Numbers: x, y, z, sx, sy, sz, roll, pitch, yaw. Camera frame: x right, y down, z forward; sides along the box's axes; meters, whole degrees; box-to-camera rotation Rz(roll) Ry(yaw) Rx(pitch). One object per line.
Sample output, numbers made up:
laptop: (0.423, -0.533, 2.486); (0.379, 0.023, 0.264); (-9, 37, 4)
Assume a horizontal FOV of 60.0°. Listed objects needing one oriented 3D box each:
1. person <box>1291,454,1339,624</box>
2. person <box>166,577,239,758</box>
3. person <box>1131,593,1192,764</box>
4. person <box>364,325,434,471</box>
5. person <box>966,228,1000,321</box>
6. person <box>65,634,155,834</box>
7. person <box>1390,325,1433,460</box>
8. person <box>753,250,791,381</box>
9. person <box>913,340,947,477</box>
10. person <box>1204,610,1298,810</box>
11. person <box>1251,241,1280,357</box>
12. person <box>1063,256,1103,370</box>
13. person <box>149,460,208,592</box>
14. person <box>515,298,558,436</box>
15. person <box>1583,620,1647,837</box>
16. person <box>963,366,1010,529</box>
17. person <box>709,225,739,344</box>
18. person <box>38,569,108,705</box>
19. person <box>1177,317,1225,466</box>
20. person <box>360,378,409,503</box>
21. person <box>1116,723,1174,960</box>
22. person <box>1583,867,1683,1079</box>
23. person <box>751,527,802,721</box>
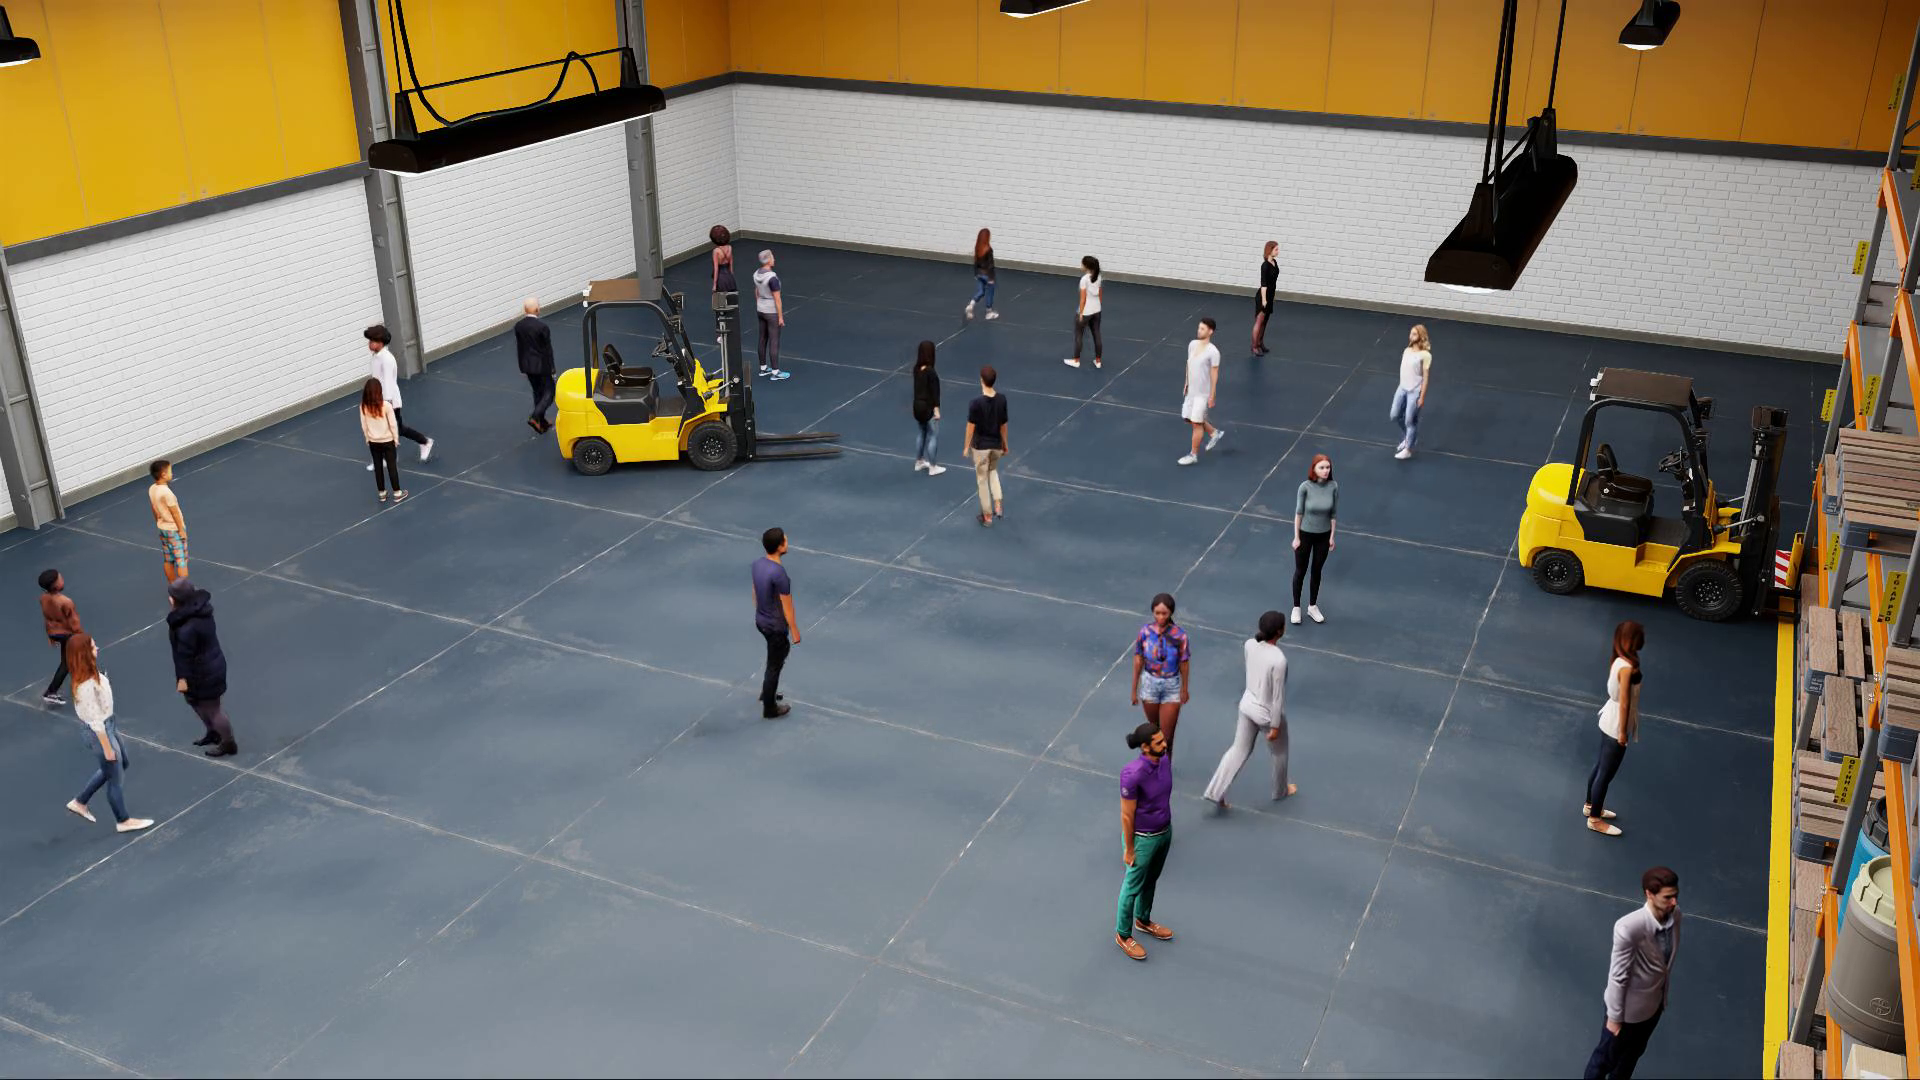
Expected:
person: (3.465, -0.016, 16.299); (0.670, 1.738, 0.694); (-2, 24, -5)
person: (-6.257, 1.069, 13.908); (0.852, 1.665, 0.779); (-6, 24, -13)
person: (1.650, 1.206, 13.528); (0.660, 1.719, 0.905); (8, 25, 17)
person: (-6.864, -1.731, 20.160); (1.152, 1.787, 0.898); (-20, 30, -38)
person: (0.348, -4.153, 26.098); (0.916, 1.469, 0.758); (-19, 30, -37)
person: (-6.707, 1.522, 12.803); (0.921, 1.720, 0.850); (-10, 25, -21)
person: (5.633, -1.823, 20.461); (0.813, 1.714, 0.765); (-13, 27, -28)
person: (-2.701, -3.183, 23.429); (0.723, 1.830, 0.764); (-20, 30, -38)
person: (-0.435, -1.596, 20.038); (0.692, 1.639, 0.682); (-17, 29, -34)
person: (2.315, 1.379, 13.149); (1.210, 1.706, 1.016); (-15, 28, -31)
person: (4.483, -3.561, 24.457); (0.656, 1.700, 0.460); (13, 27, 27)
person: (1.885, -3.262, 23.853); (0.752, 1.635, 0.836); (-16, 28, -32)
person: (-8.007, -0.111, 16.863); (0.545, 1.461, 0.513); (14, 27, 29)
person: (-5.415, -2.168, 21.163); (0.713, 1.785, 0.875); (9, 25, 19)
person: (5.081, 1.434, 12.924); (0.675, 1.785, 0.512); (6, 24, 14)
person: (0.345, -0.999, 18.411); (0.713, 1.847, 0.806); (-14, 27, -28)
person: (-3.548, -3.846, 24.999); (0.673, 1.788, 0.536); (17, 29, 33)
person: (-8.075, 0.871, 14.892); (0.530, 1.239, 0.886); (11, 26, 23)
person: (3.006, -1.836, 20.329); (1.100, 1.845, 0.998); (-12, 27, -26)
person: (-6.697, -1.164, 19.243); (0.627, 1.484, 0.613); (2, 24, 6)
person: (1.285, 2.045, 11.548); (0.757, 1.766, 0.606); (20, 31, 38)
person: (4.015, 2.721, 9.894); (0.727, 1.853, 0.830); (-13, 27, -27)
person: (-1.703, 0.761, 14.471); (0.781, 1.779, 0.762); (-14, 27, -29)
